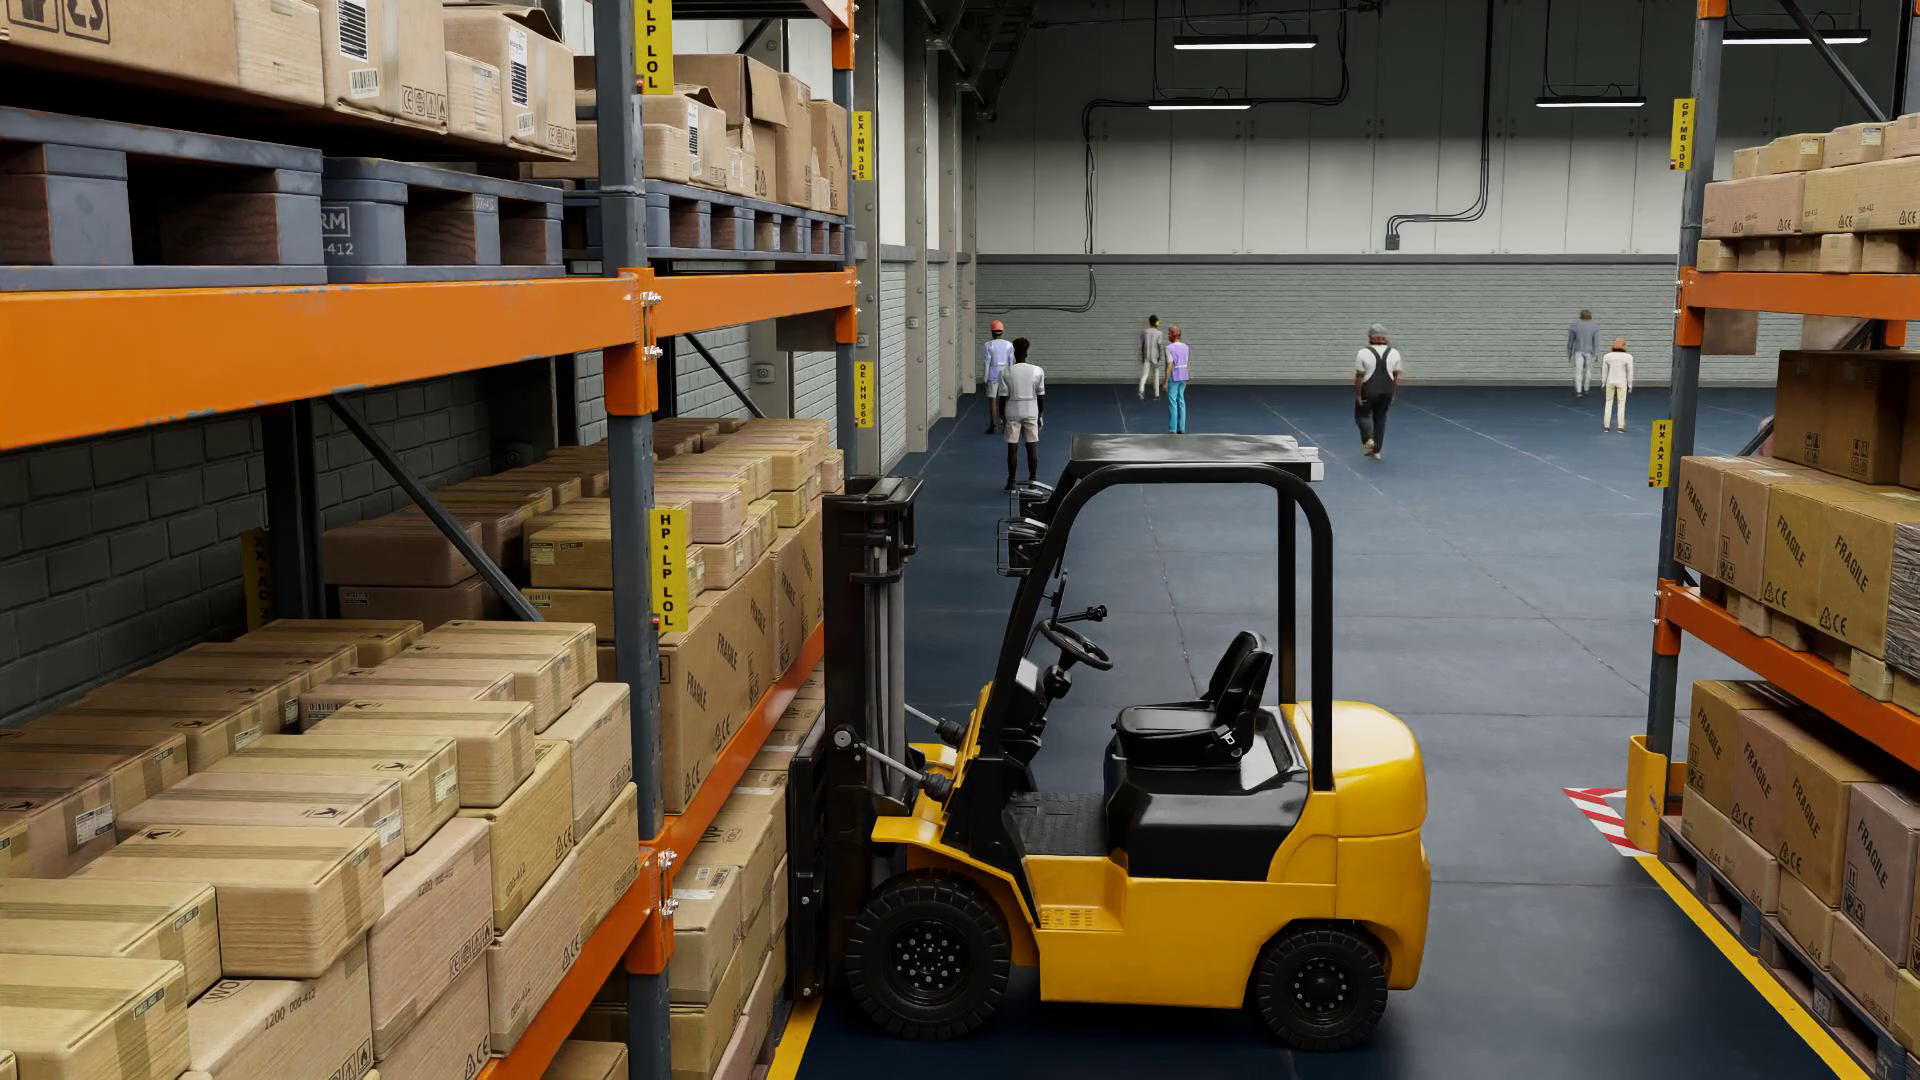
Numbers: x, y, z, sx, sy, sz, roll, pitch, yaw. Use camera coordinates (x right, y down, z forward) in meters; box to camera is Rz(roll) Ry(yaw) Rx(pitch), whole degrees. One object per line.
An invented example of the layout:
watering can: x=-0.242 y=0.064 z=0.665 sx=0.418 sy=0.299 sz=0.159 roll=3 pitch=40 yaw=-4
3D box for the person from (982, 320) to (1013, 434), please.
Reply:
person: x=0.627 y=-2.766 z=28.324 sx=0.551 sy=1.932 sz=0.378 roll=-4 pitch=10 yaw=-22

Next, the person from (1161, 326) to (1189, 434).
person: x=3.632 y=-2.672 z=28.026 sx=0.386 sy=1.843 sz=0.582 roll=9 pitch=13 yaw=43

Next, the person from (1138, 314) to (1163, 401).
person: x=4.038 y=-3.863 z=35.264 sx=0.514 sy=1.841 sz=0.901 roll=4 pitch=10 yaw=25

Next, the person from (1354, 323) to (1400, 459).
person: x=6.139 y=-2.210 z=24.637 sx=0.692 sy=2.000 sz=0.541 roll=-1 pitch=9 yaw=-7

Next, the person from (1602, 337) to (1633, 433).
person: x=11.304 y=-2.664 z=28.618 sx=0.507 sy=1.631 sz=0.266 roll=7 pitch=12 yaw=36

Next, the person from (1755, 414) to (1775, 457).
person: x=7.137 y=-0.414 z=14.244 sx=0.645 sy=1.882 sz=0.678 roll=-7 pitch=11 yaw=-35

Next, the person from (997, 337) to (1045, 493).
person: x=0.766 y=-1.567 z=20.965 sx=0.607 sy=1.966 sz=0.367 roll=-2 pitch=10 yaw=-11

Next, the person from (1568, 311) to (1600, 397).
person: x=13.719 y=-4.108 z=36.614 sx=0.651 sy=1.884 sz=1.012 roll=4 pitch=10 yaw=23
